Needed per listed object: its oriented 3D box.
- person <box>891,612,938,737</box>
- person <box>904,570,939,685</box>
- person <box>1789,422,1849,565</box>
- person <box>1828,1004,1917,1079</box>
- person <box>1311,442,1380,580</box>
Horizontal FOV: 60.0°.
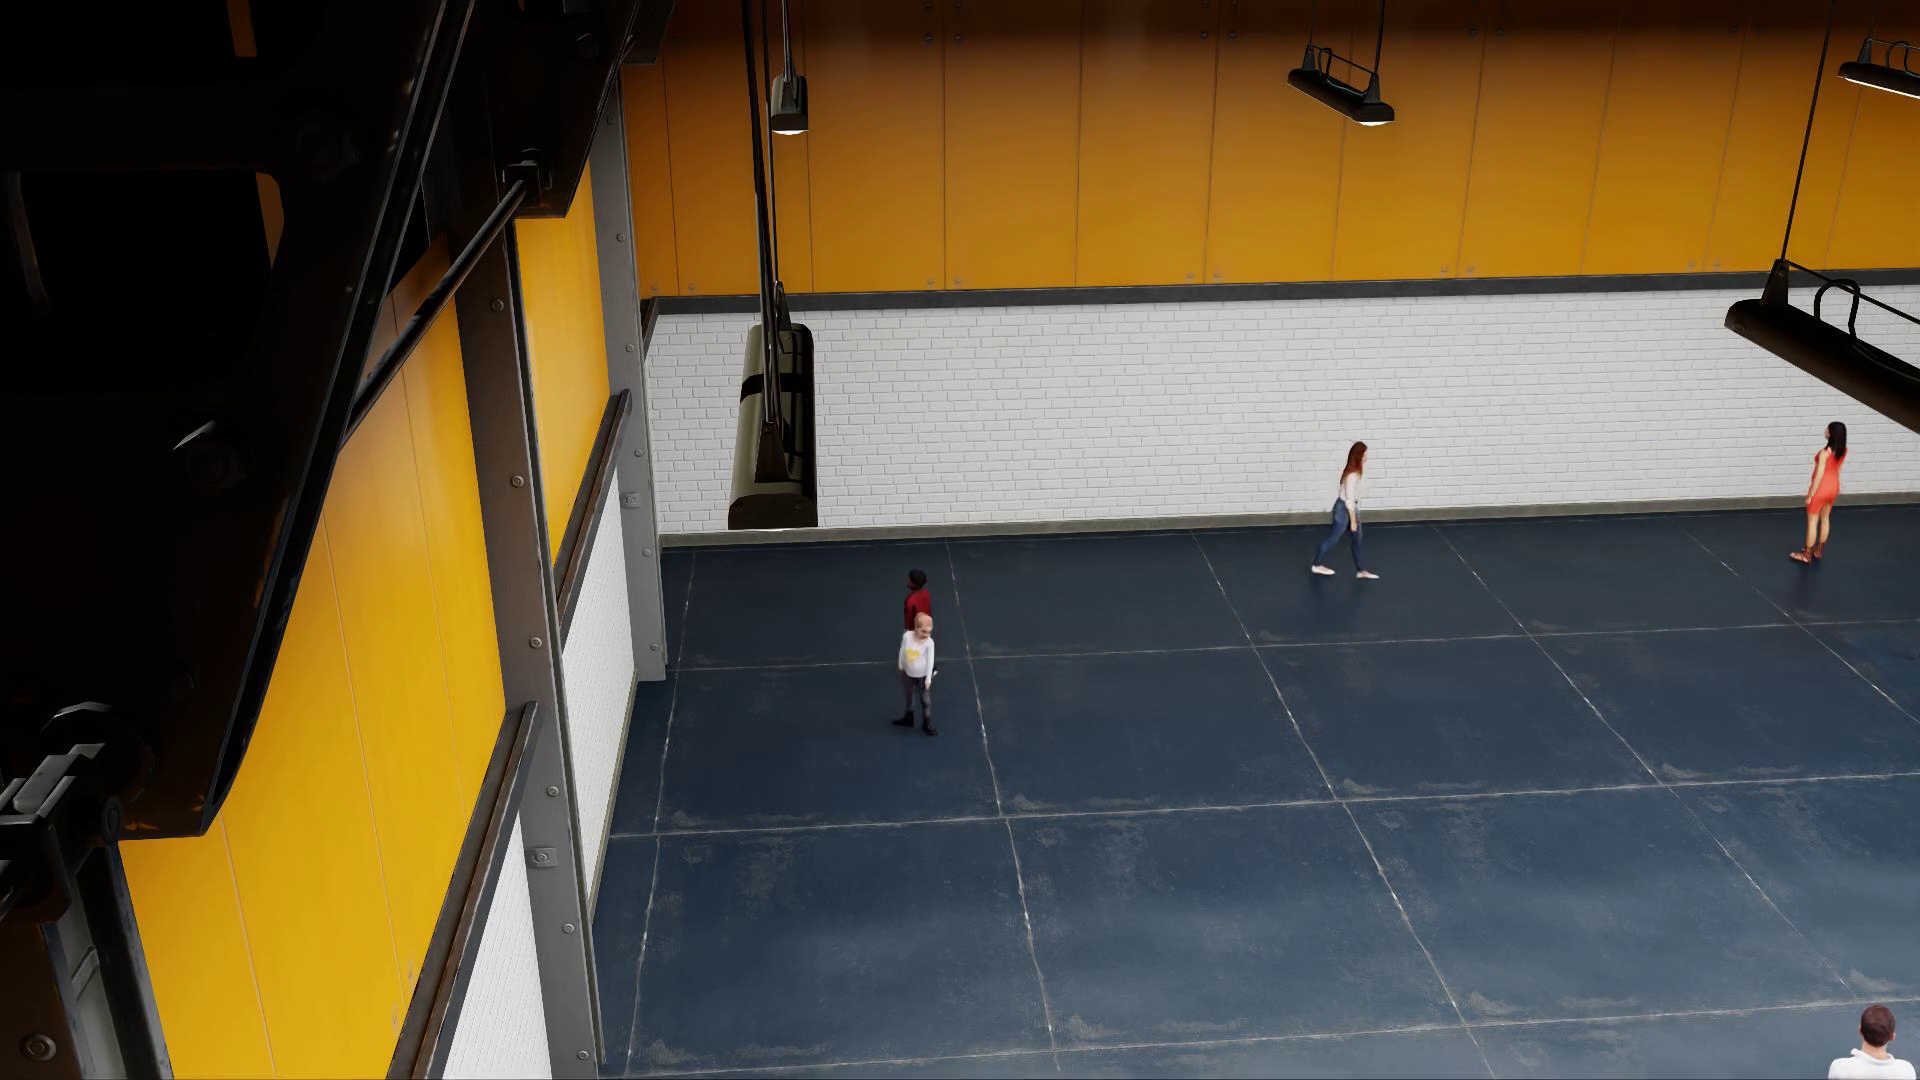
[{"bbox_3d":[-0.440,1.232,15.665,0.710,1.255,0.687,18,30,36],"label":"person"},{"bbox_3d":[-0.357,0.881,16.484,0.687,1.243,0.626,18,29,35],"label":"person"},{"bbox_3d":[9.955,-0.551,19.166,0.661,1.719,0.657,-12,26,-26],"label":"person"},{"bbox_3d":[5.199,3.517,9.693,0.656,1.852,0.553,-1,24,-2],"label":"person"},{"bbox_3d":[4.261,-0.335,18.724,1.003,1.678,1.046,8,25,18],"label":"person"}]
